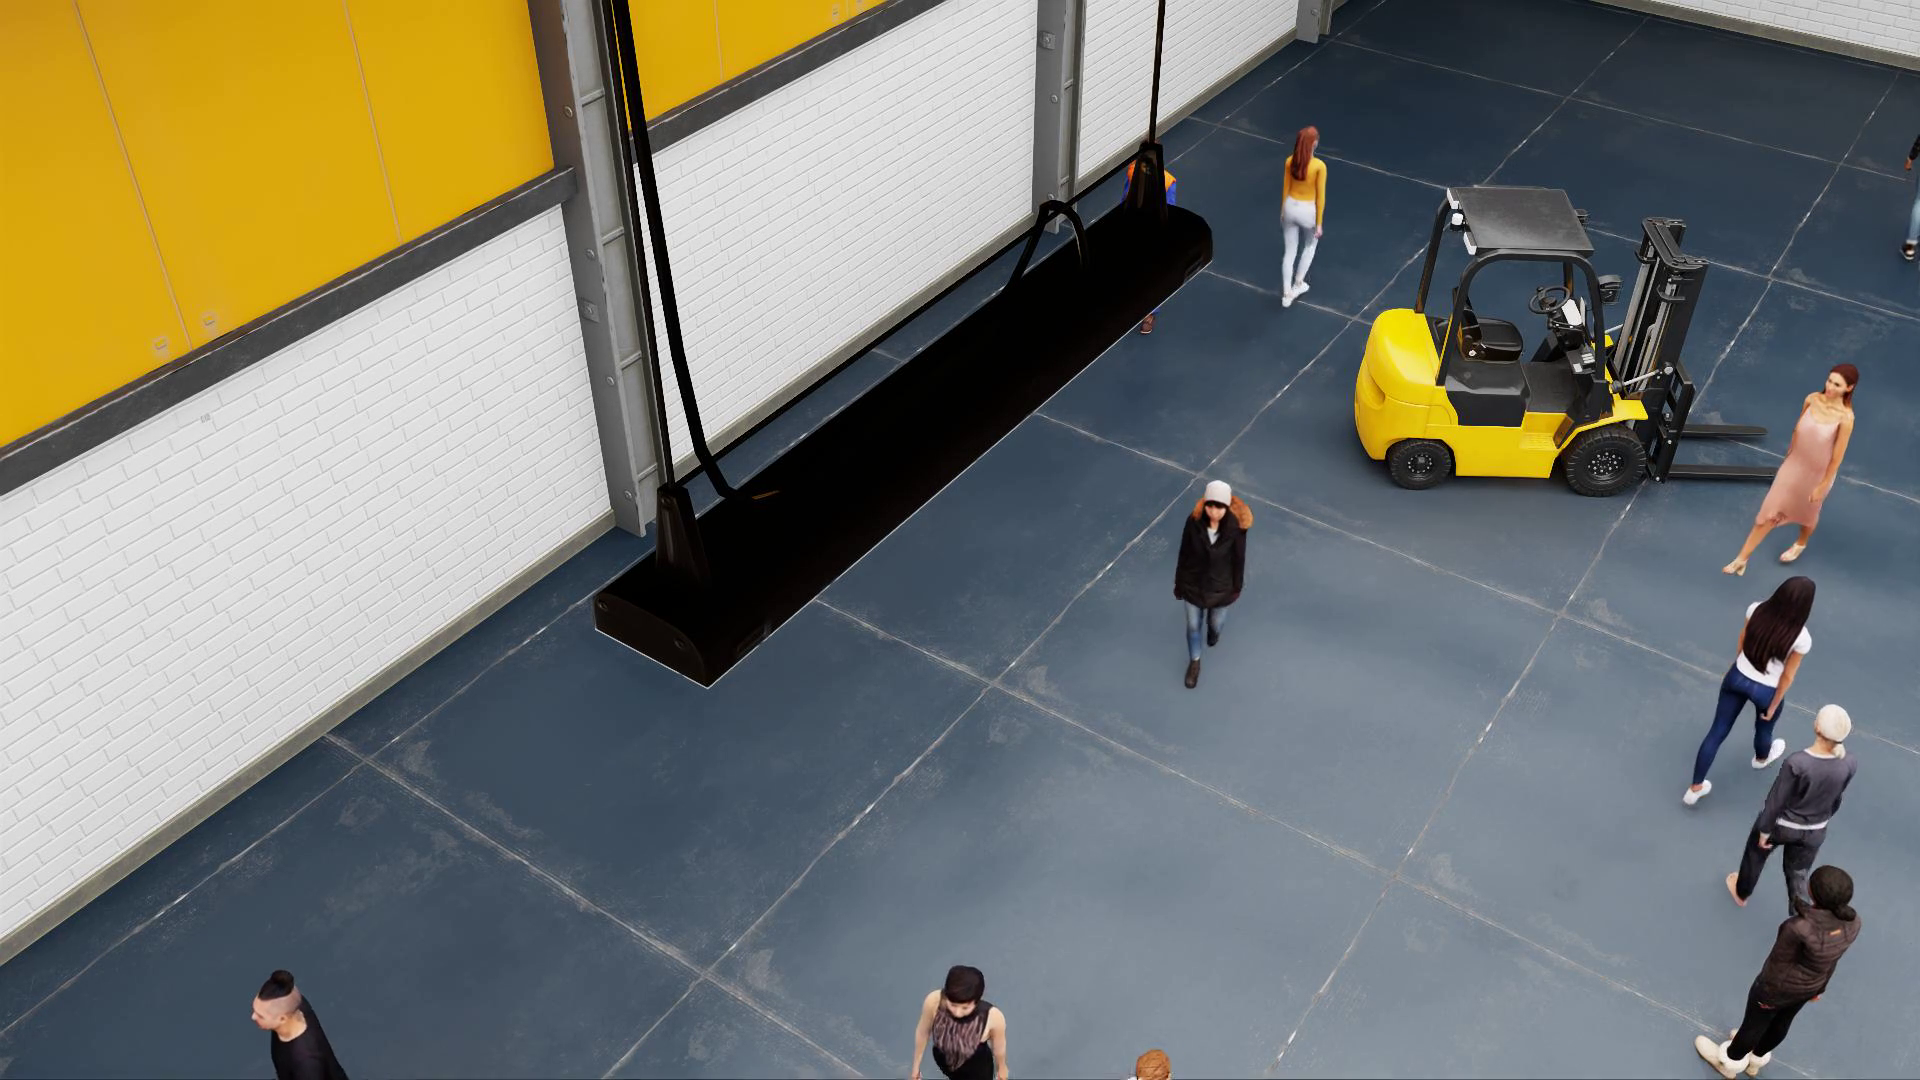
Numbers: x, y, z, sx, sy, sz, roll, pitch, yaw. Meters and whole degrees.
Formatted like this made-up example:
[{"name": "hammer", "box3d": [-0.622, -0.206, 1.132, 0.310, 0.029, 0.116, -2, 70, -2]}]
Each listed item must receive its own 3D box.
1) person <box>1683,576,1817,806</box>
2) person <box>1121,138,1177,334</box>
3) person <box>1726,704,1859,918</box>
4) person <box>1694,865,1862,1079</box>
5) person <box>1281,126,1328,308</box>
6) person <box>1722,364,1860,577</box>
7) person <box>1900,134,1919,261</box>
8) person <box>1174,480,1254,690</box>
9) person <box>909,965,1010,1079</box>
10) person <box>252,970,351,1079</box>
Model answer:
[{"name": "person", "box3d": [4.845, 0.967, 10.288, 1.139, 1.740, 0.811, -26, 46, -29]}, {"name": "person", "box3d": [1.647, -2.736, 14.828, 0.685, 1.859, 0.594, 22, 44, 25]}, {"name": "person", "box3d": [4.786, 1.652, 9.455, 0.895, 1.707, 1.039, 1, 39, 1]}, {"name": "person", "box3d": [4.333, 2.306, 8.673, 0.774, 1.662, 0.716, 16, 41, 19]}, {"name": "person", "box3d": [3.060, -2.902, 15.133, 0.625, 1.737, 0.639, 22, 43, 25]}, {"name": "person", "box3d": [6.228, -0.497, 12.084, 1.180, 1.785, 0.925, -20, 43, -23]}, {"name": "person", "box3d": [9.364, -3.534, 15.881, 0.869, 1.792, 1.105, 14, 41, 16]}, {"name": "person", "box3d": [1.690, 0.250, 11.279, 0.757, 1.622, 0.887, 11, 40, 13]}, {"name": "person", "box3d": [0.051, 2.589, 8.405, 0.759, 1.554, 1.087, 16, 41, 19]}, {"name": "person", "box3d": [-3.012, 2.697, 8.035, 1.140, 1.847, 0.927, -22, 44, -25]}]
